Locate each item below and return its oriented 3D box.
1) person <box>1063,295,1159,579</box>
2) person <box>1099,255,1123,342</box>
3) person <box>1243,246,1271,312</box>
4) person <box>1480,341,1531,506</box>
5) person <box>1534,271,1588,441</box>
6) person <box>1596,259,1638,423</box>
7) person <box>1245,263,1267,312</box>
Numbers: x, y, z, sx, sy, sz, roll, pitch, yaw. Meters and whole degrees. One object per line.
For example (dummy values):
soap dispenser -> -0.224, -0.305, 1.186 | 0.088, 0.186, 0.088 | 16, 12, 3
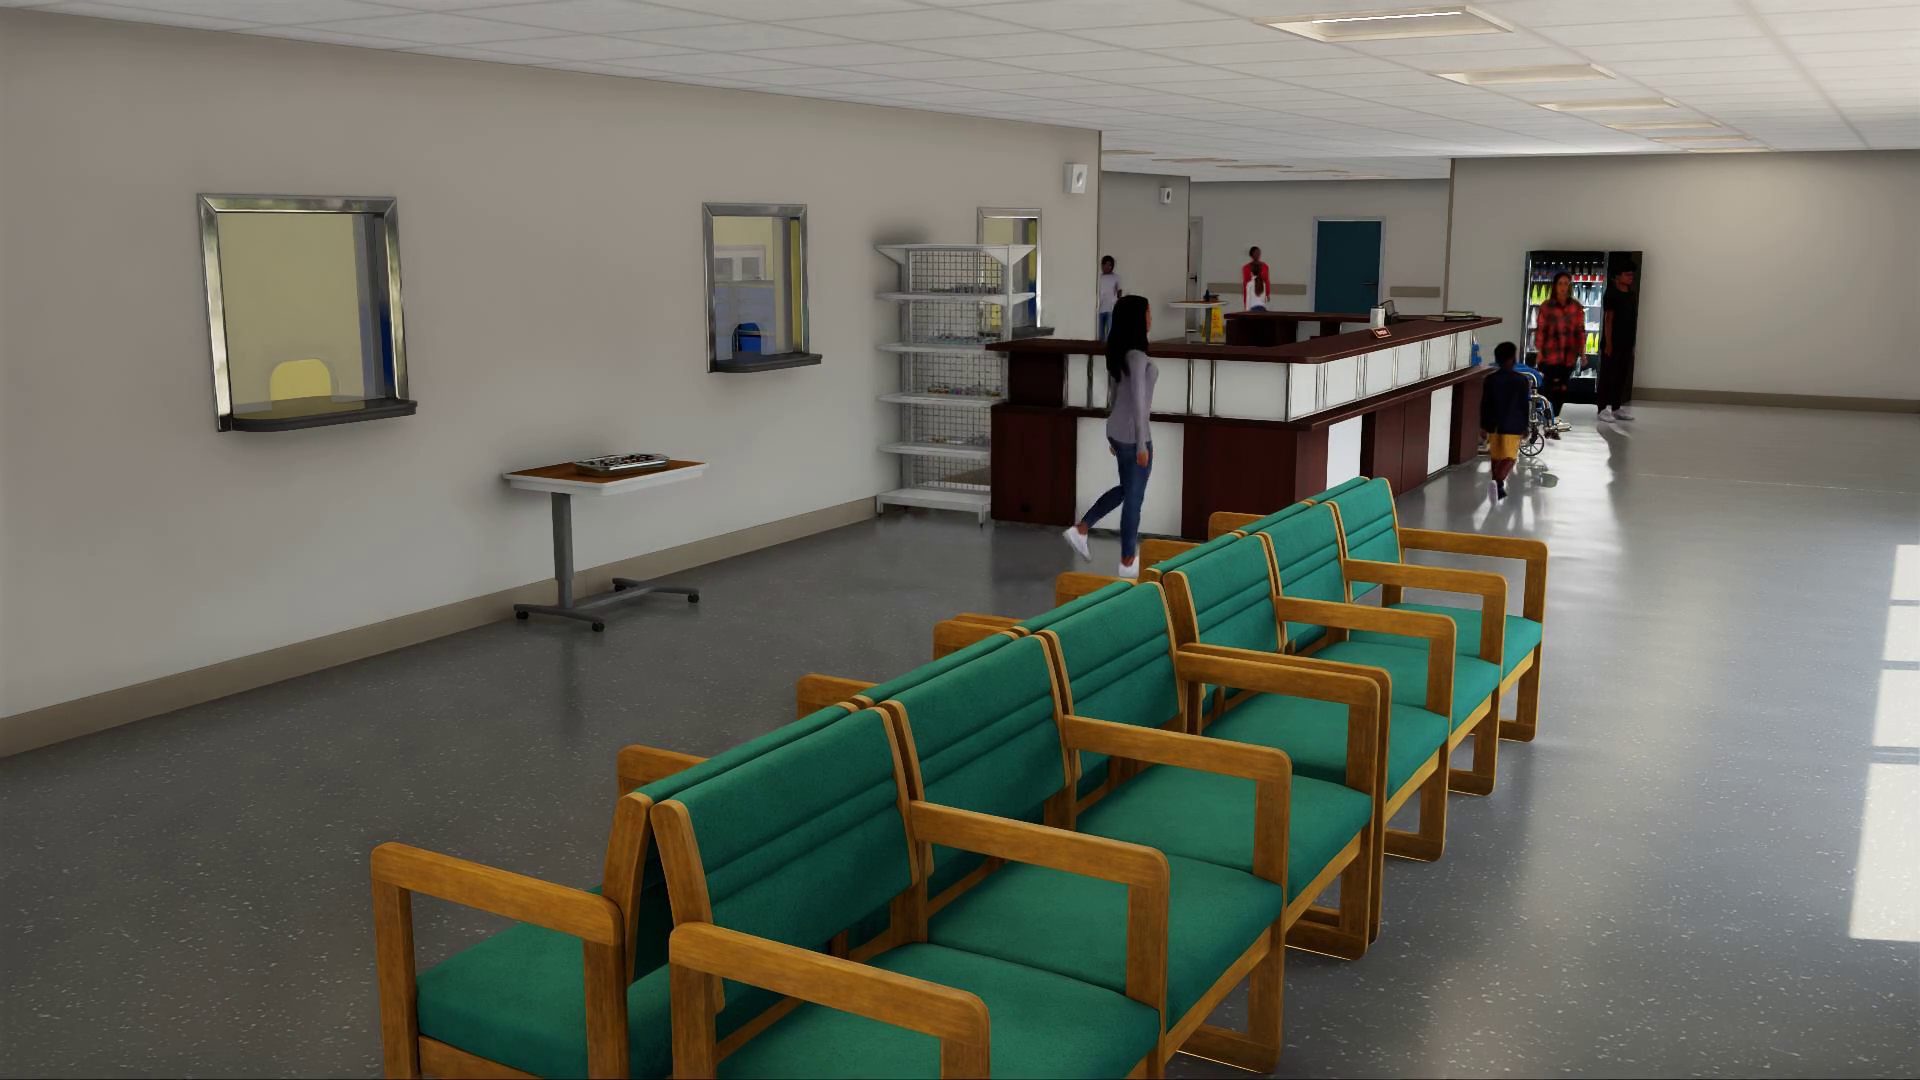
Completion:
person -> 0.930, -0.609, 10.105 | 0.952, 1.724, 0.876 | -2, 11, -10
person -> 2.144, -3.270, 24.178 | 0.621, 1.706, 0.731 | 5, 12, 23
person -> 5.073, -4.157, 28.691 | 0.981, 1.765, 1.048 | -3, 11, -16
person -> 4.187, -0.888, 12.828 | 0.734, 1.257, 0.610 | 7, 13, 34
person -> 5.972, -1.842, 16.698 | 0.745, 1.688, 0.814 | -2, 11, -9
person -> 7.288, -2.219, 18.430 | 0.707, 1.784, 0.720 | -7, 13, -33
person -> 4.685, -3.554, 26.160 | 0.916, 1.525, 0.987 | -3, 11, -15
